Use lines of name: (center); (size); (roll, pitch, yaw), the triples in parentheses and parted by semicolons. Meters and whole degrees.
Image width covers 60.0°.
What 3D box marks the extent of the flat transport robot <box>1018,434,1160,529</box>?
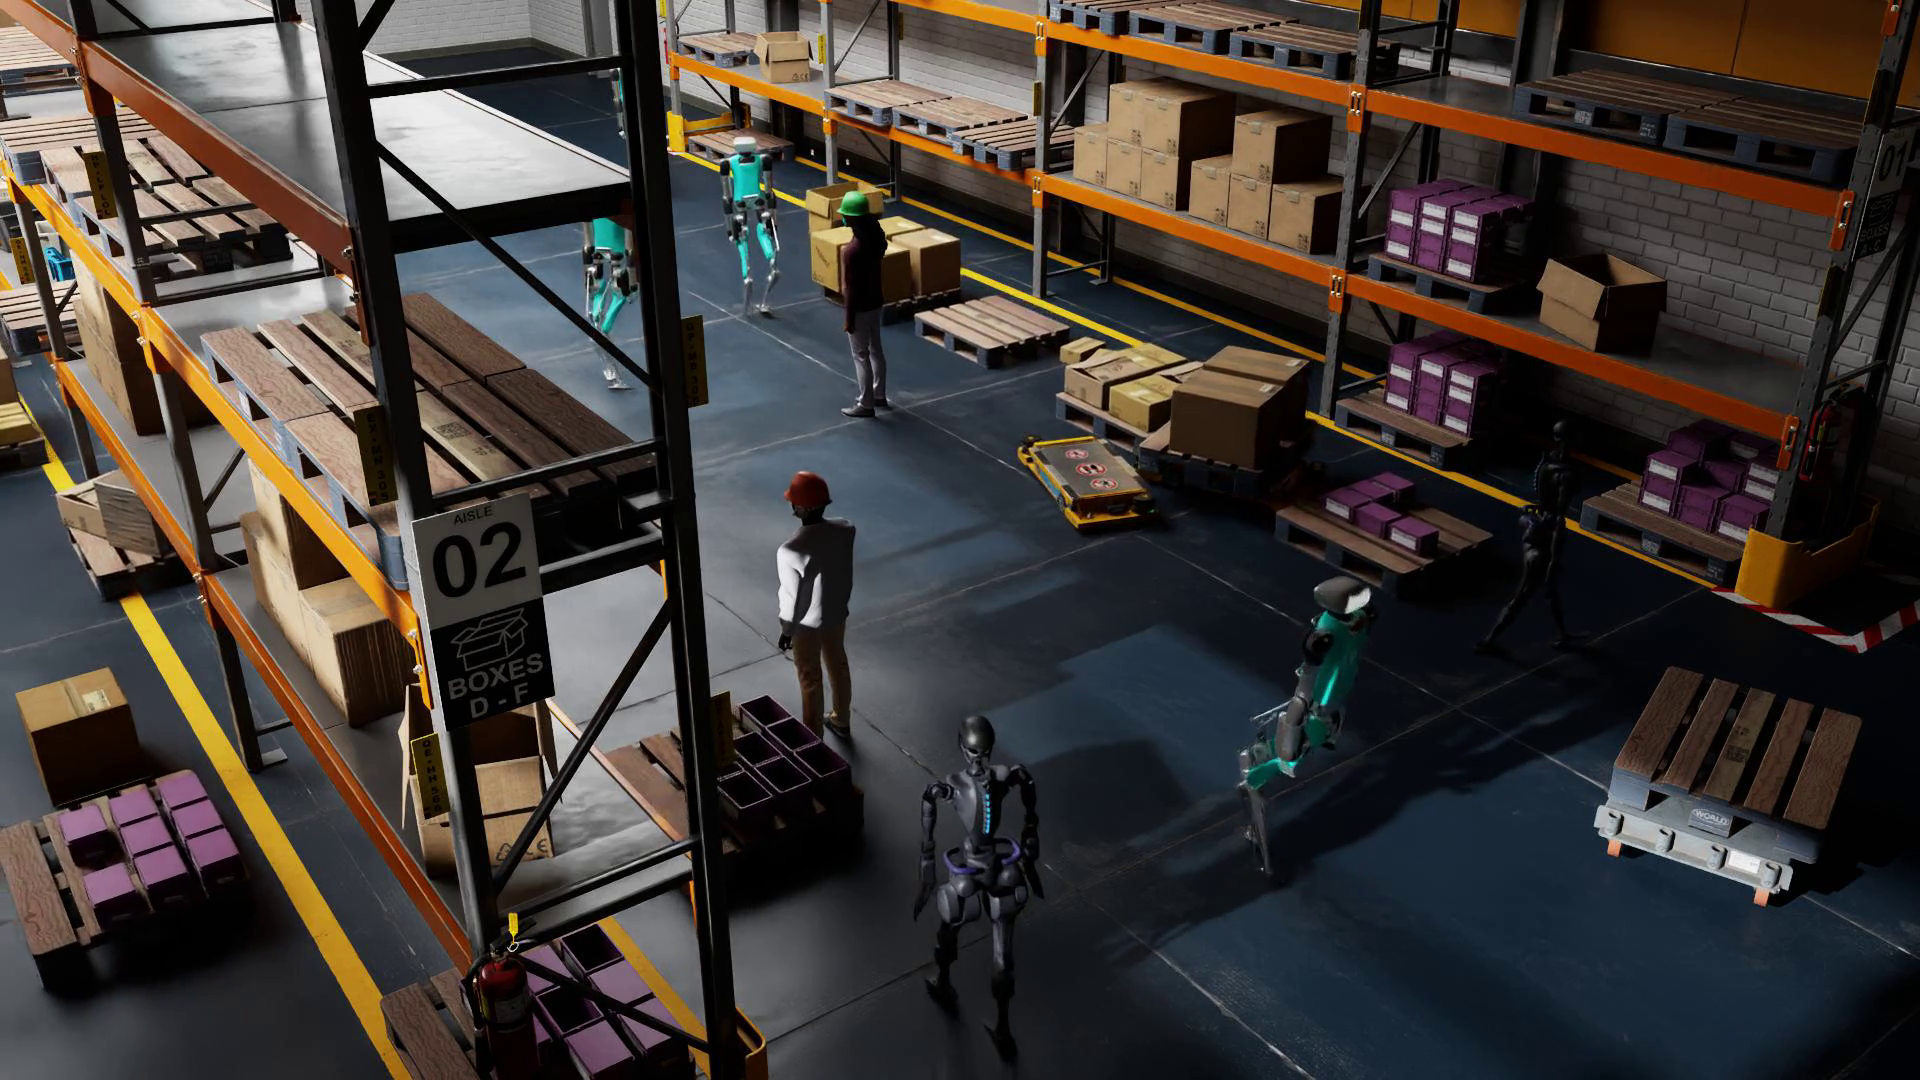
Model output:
flat transport robot: (0.982, -0.486, 12.953); (0.659, 0.231, 1.431); (-8, 28, -15)

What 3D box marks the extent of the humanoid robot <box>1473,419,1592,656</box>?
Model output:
humanoid robot: (3.709, 0.001, 10.457); (0.768, 1.624, 0.610); (3, 27, 7)

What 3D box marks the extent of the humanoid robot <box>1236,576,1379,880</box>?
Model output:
humanoid robot: (1.651, 0.930, 8.535); (0.792, 1.791, 0.540); (23, 35, 38)

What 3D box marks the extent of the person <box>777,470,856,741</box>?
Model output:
person: (-0.831, 0.410, 9.514); (0.321, 1.755, 0.562); (20, 33, 35)

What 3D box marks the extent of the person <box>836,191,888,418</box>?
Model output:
person: (-0.823, -1.985, 14.083); (0.433, 1.944, 0.481); (13, 29, 24)

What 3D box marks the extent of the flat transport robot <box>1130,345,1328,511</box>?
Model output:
flat transport robot: (2.104, -0.550, 13.081); (1.431, 0.231, 0.659); (15, 31, 28)

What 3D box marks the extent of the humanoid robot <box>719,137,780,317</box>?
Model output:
humanoid robot: (-2.002, -2.975, 16.350); (0.536, 1.847, 0.743); (-9, 28, -18)

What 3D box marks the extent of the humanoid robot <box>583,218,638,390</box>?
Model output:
humanoid robot: (-3.182, -2.191, 14.708); (0.585, 1.771, 0.877); (9, 28, 17)

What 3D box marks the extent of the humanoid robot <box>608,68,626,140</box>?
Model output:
humanoid robot: (-3.879, -5.106, 20.361); (0.533, 1.677, 0.735); (-18, 32, -32)

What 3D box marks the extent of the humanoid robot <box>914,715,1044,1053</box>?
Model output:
humanoid robot: (0.077, 1.489, 7.472); (0.609, 1.636, 0.639); (-9, 28, -17)
